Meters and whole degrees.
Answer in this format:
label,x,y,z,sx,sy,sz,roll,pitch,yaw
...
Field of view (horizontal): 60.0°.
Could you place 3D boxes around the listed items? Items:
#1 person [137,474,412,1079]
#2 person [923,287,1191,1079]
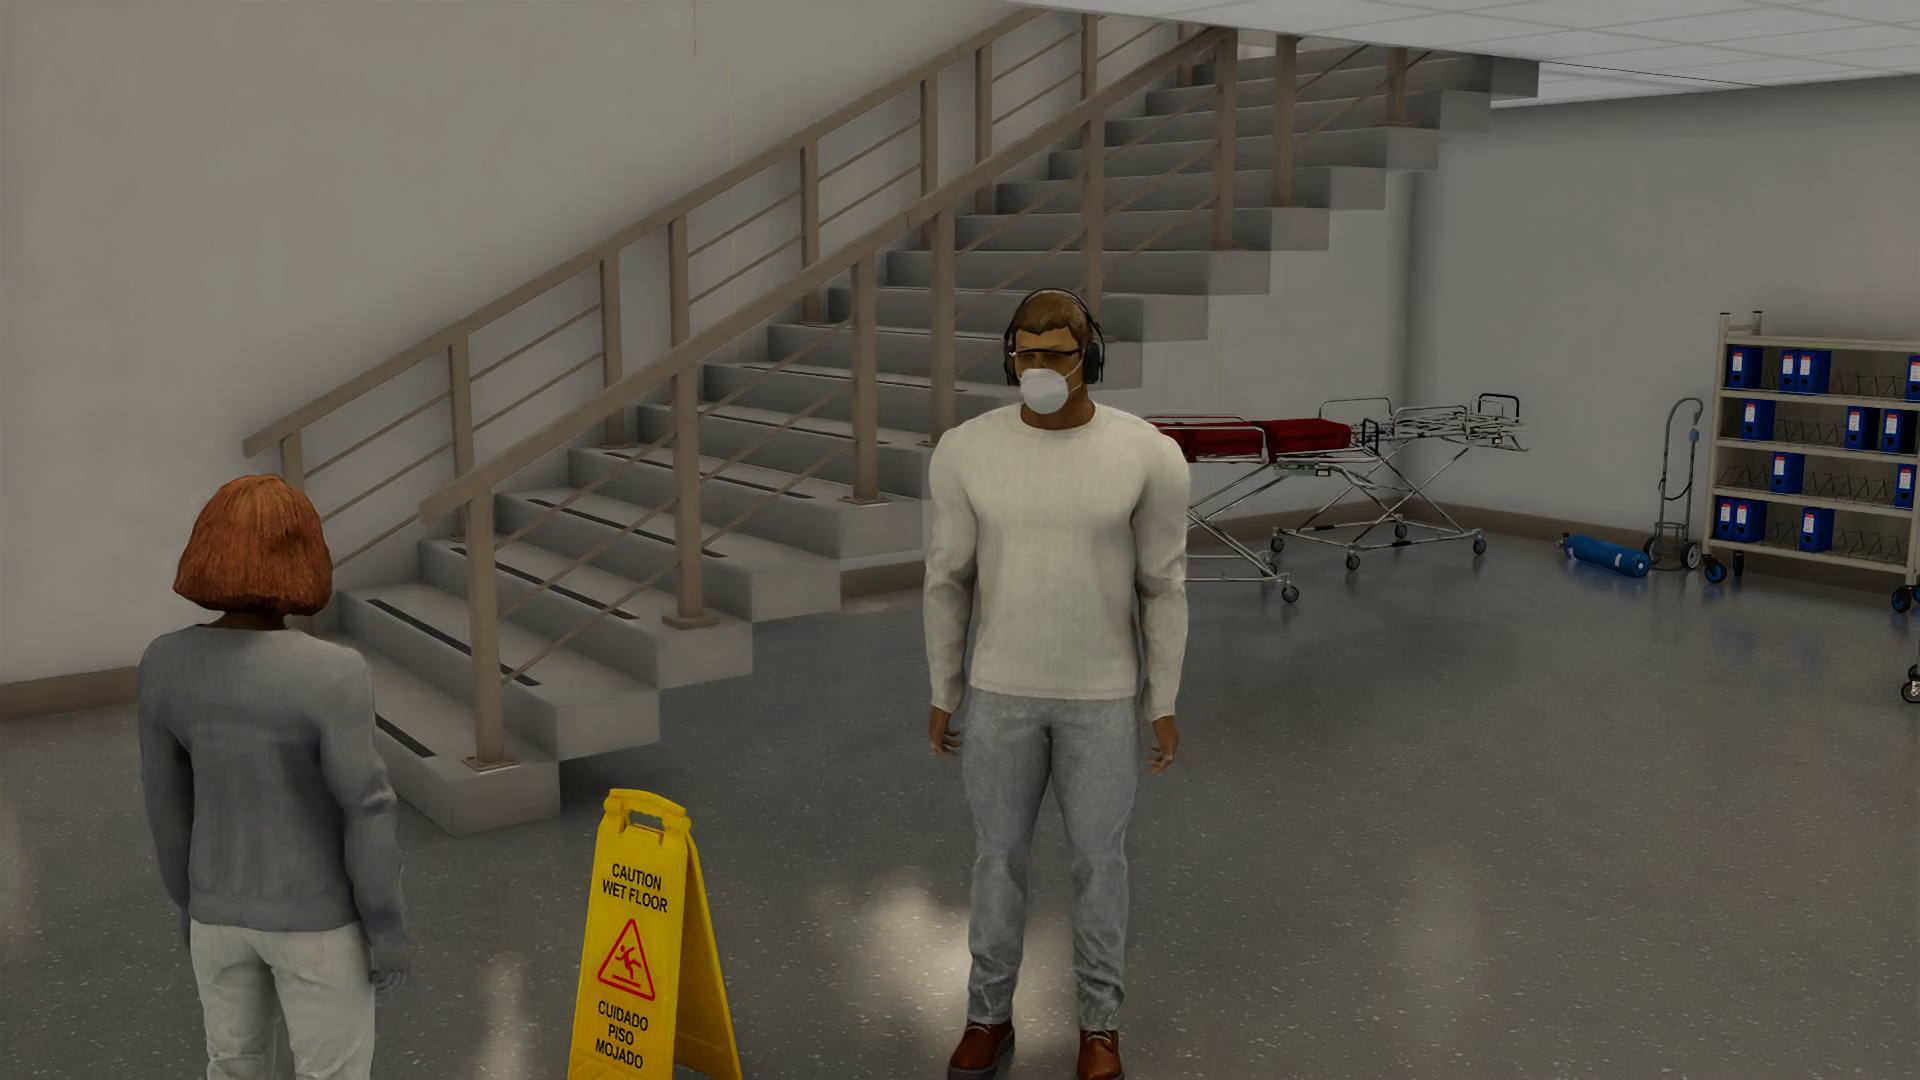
label,x,y,z,sx,sy,sz,roll,pitch,yaw
person,-1.227,0.692,3.029,0.497,1.633,0.284,3,10,16
person,0.223,0.372,3.996,0.634,1.937,0.355,2,10,11
